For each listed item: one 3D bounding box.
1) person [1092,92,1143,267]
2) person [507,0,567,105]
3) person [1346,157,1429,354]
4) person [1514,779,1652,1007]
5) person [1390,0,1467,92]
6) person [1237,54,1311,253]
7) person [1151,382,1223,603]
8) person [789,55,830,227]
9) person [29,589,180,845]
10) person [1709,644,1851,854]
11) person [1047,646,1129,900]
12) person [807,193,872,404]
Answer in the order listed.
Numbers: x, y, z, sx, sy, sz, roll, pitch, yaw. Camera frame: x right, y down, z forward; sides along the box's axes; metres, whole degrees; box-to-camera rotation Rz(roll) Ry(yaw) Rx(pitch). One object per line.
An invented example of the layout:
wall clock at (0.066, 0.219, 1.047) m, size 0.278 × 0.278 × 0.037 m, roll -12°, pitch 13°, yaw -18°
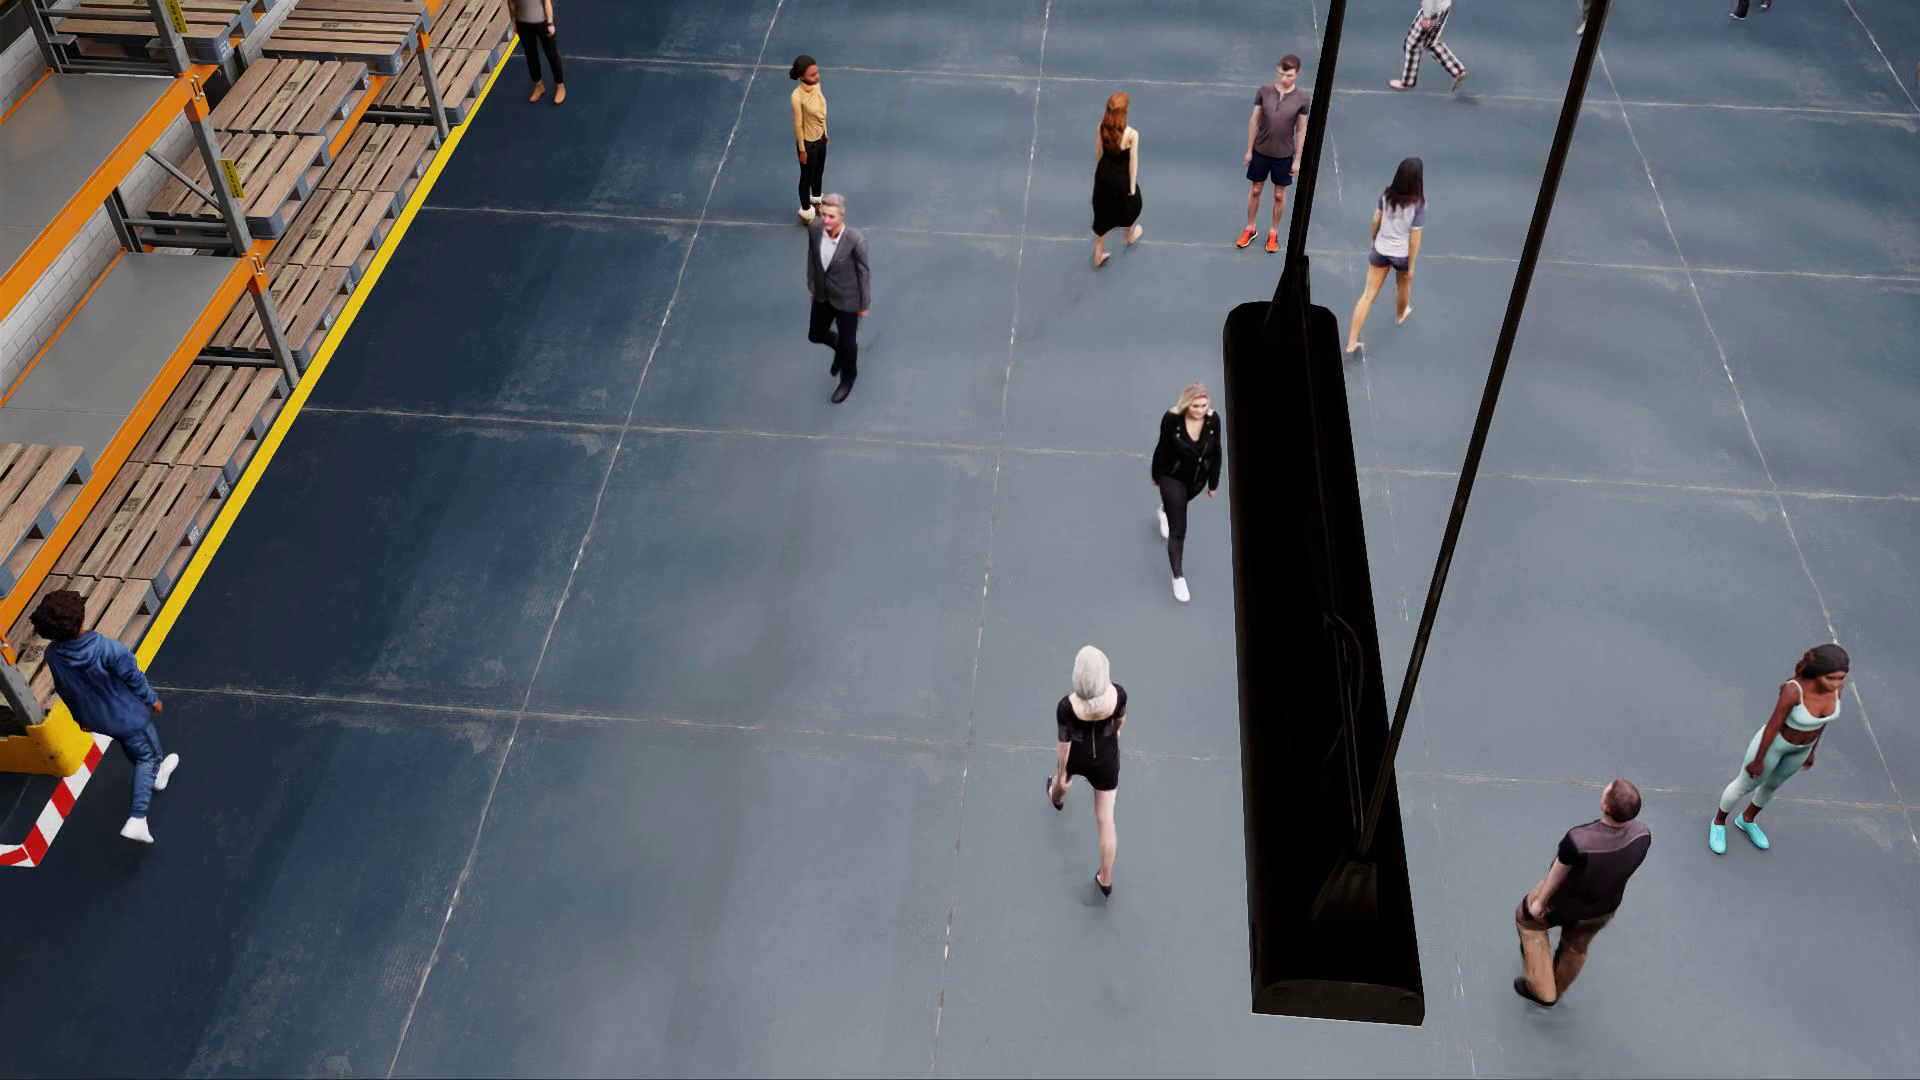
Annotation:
person at (1.299, -3.092, 14.426) m, size 0.835 × 1.597 × 1.015 m, roll 23°, pitch 48°, yaw 22°
person at (-4.220, -5.195, 16.542) m, size 0.614 × 1.723 × 0.544 m, roll 7°, pitch 44°, yaw 7°
person at (3.459, -2.265, 13.497) m, size 1.017 × 1.682 × 1.232 m, roll 28°, pitch 50°, yaw 26°
person at (3.364, 1.983, 8.926) m, size 0.778 × 1.835 × 0.772 m, roll -8°, pitch 44°, yaw -8°
person at (4.805, -5.281, 16.558) m, size 0.987 × 1.825 × 1.019 m, roll 26°, pitch 49°, yaw 24°
person at (2.754, -3.399, 14.559) m, size 0.708 × 1.858 × 0.645 m, roll 15°, pitch 46°, yaw 15°
person at (1.558, -0.486, 11.661) m, size 0.821 × 1.637 × 1.223 m, roll -6°, pitch 44°, yaw -6°
person at (-1.343, -3.586, 14.897) m, size 0.727 × 1.662 × 0.608 m, roll 19°, pitch 47°, yaw 19°
person at (-5.072, 1.066, 9.924) m, size 0.665 × 1.786 × 1.031 m, roll 4°, pitch 44°, yaw 4°
person at (4.849, 1.226, 9.800) m, size 0.623 × 1.725 × 0.613 m, roll -8°, pitch 44°, yaw -8°
person at (0.791, 1.355, 9.627) m, size 0.846 × 1.777 × 1.242 m, roll -8°, pitch 44°, yaw -8°
person at (-0.930, -1.961, 13.070) m, size 0.873 × 1.829 × 0.903 m, roll 20°, pitch 47°, yaw 20°
